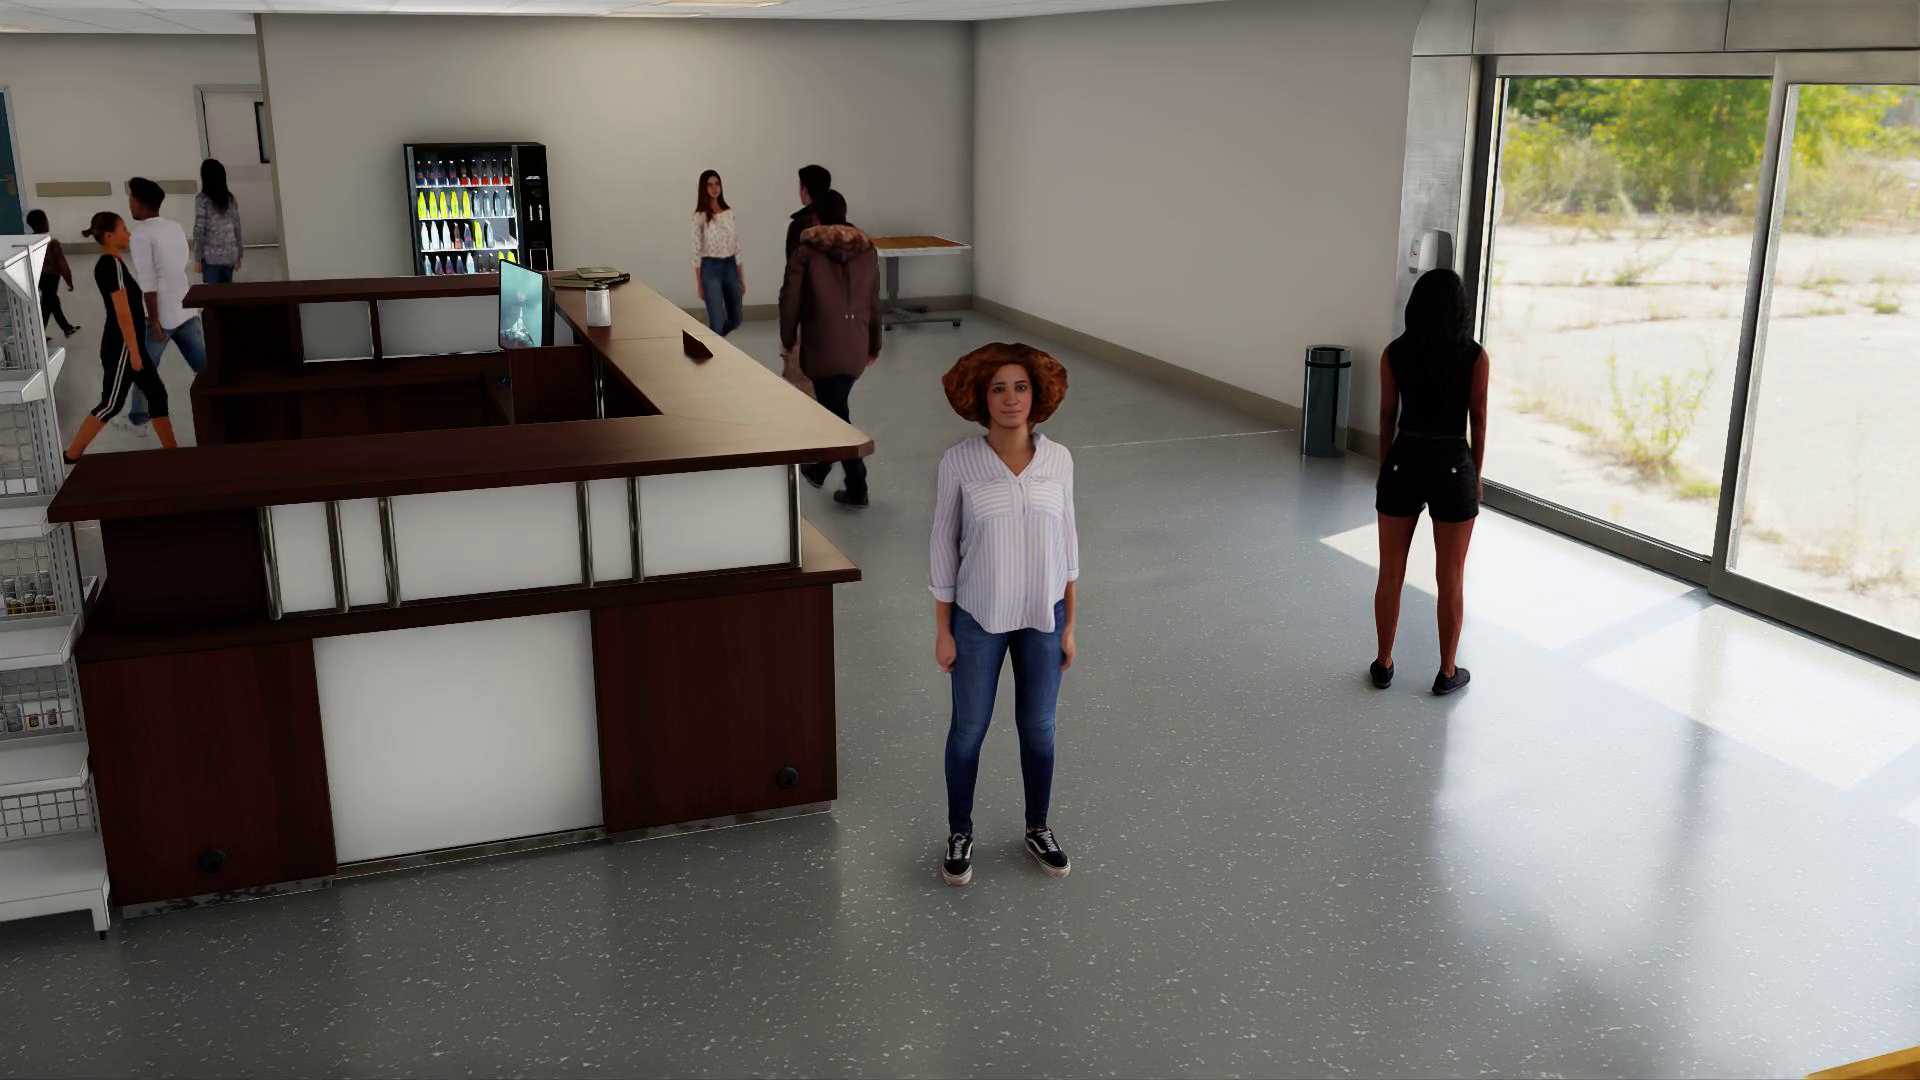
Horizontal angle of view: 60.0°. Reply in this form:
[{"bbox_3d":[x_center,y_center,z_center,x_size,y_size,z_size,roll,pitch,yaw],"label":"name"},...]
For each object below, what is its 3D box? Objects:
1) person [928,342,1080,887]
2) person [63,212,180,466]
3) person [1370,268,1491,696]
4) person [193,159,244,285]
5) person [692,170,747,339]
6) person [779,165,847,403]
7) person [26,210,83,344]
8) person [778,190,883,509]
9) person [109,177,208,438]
[{"bbox_3d":[0.145,0.218,5.222,0.595,1.712,0.737,-3,16,-10],"label":"person"},{"bbox_3d":[-5.251,-1.166,10.272,1.115,1.636,0.668,-8,17,-25],"label":"person"},{"bbox_3d":[1.901,-0.231,6.761,0.666,1.741,0.730,7,17,23],"label":"person"},{"bbox_3d":[-6.678,-2.564,15.083,1.051,1.717,0.997,8,18,26],"label":"person"},{"bbox_3d":[-1.995,-2.142,13.581,0.928,1.718,0.802,-11,19,-34],"label":"person"},{"bbox_3d":[-0.865,-1.415,10.643,0.956,1.913,0.919,14,21,40],"label":"person"},{"bbox_3d":[-8.536,-2.416,15.469,0.925,1.221,0.876,3,16,10],"label":"person"},{"bbox_3d":[-0.677,-1.061,9.597,1.086,1.800,1.004,-12,20,-36],"label":"person"},{"bbox_3d":[-5.326,-1.540,11.343,1.223,1.774,1.105,5,17,19],"label":"person"}]
